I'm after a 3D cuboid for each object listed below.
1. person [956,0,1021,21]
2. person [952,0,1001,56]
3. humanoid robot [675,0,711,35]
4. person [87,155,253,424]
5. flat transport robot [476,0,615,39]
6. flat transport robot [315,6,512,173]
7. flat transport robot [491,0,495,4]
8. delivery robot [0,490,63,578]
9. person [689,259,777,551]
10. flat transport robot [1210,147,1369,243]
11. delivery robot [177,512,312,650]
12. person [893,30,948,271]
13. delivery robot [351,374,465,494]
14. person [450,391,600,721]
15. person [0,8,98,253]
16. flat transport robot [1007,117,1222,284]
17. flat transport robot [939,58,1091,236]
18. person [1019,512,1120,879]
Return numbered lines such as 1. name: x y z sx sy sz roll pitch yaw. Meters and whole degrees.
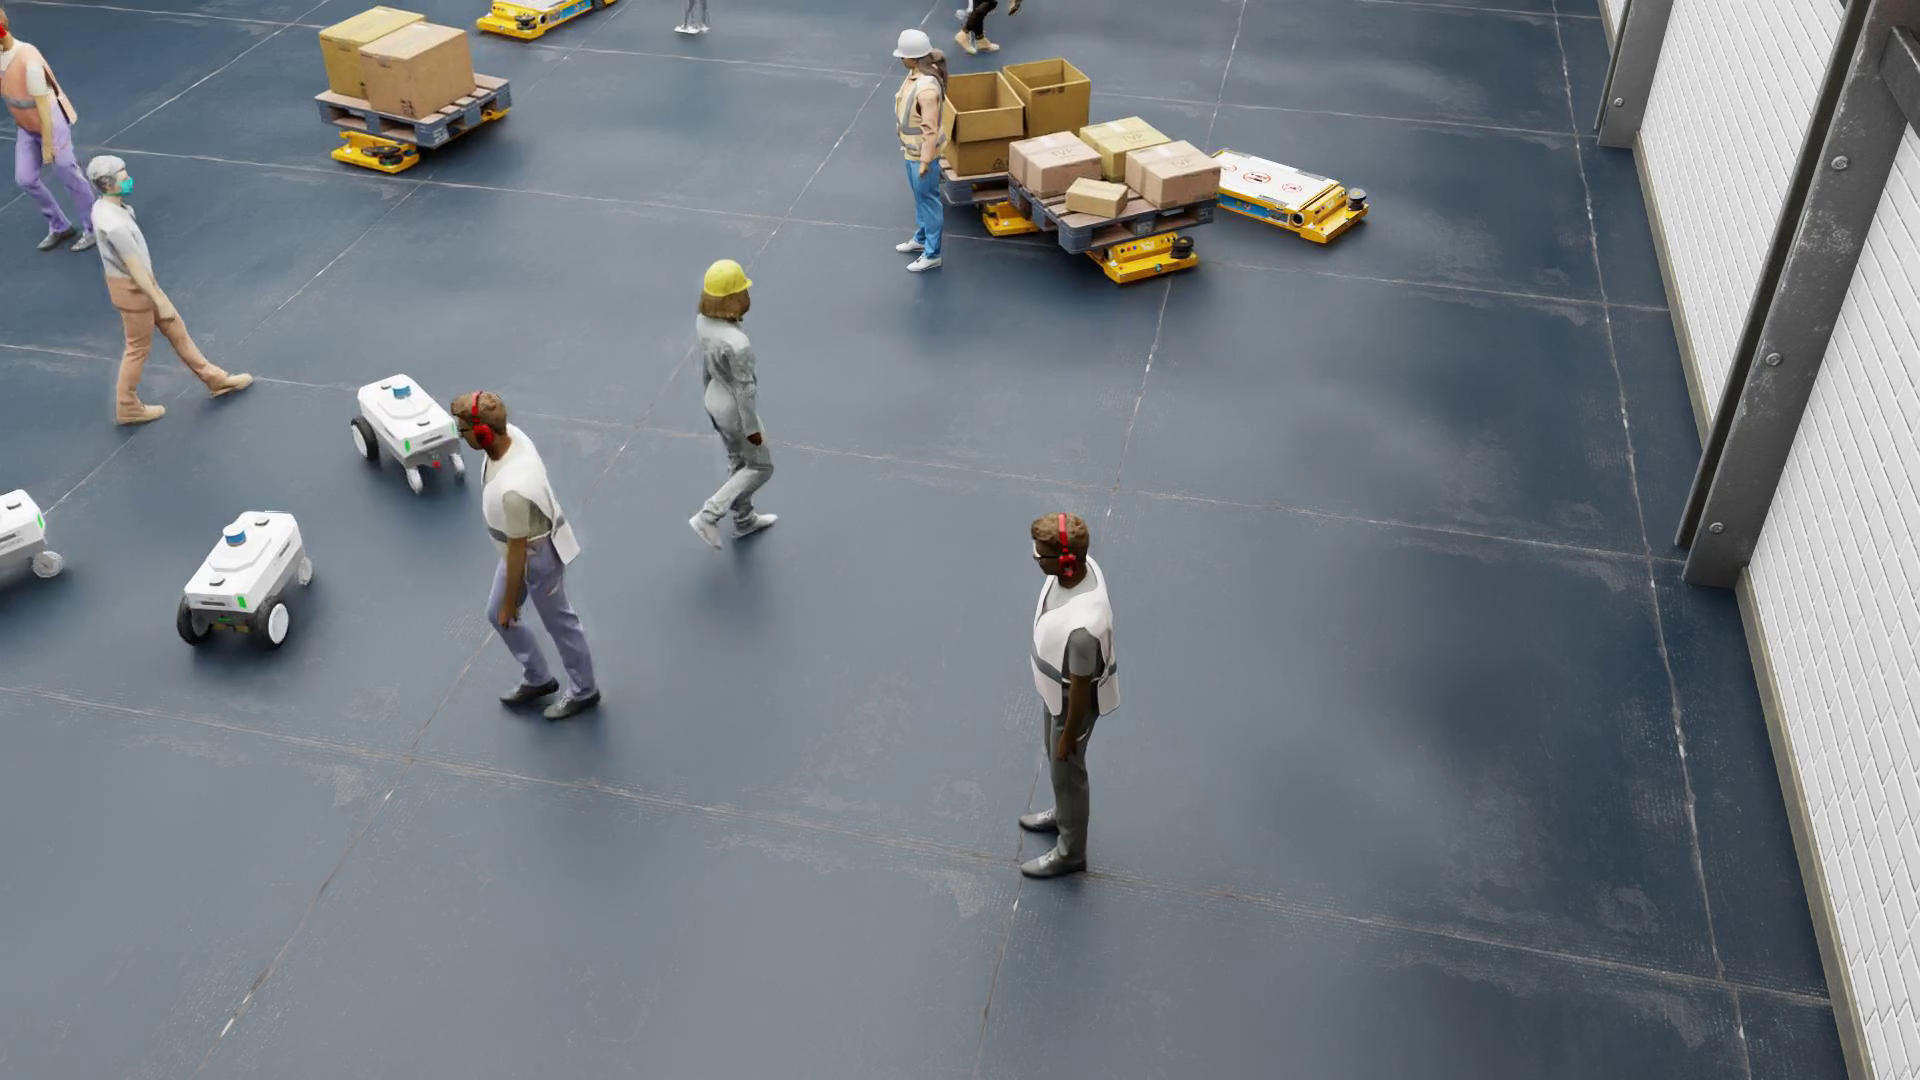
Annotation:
1. person: 0.283 -5.794 15.634 0.605 1.870 0.604 20 41 25
2. person: 0.167 -5.203 14.992 0.370 1.680 0.551 -6 37 -8
3. humanoid robot: -2.567 -5.508 15.374 0.547 1.792 0.750 -21 42 -26
4. person: -4.937 -1.516 10.058 0.839 1.704 0.496 -16 40 -21
5. flat transport robot: -3.985 -5.234 16.222 0.659 0.231 1.431 19 41 23
6. flat transport robot: -4.479 -3.440 13.822 0.659 0.231 1.431 17 40 21
7. flat transport robot: -4.570 -5.788 16.964 0.659 0.231 1.431 -15 39 -19
8. delivery robot: -5.301 0.053 8.914 0.805 0.601 0.499 -29 46 -33
9. person: -1.265 -0.690 8.917 0.479 1.725 0.491 -19 41 -24
10. flat transport robot: 2.348 -2.665 12.785 1.431 0.231 0.659 26 44 30
11. delivery robot: -3.742 0.201 8.724 0.499 0.610 0.814 4 37 5
12. person: -0.264 -2.734 11.663 0.374 1.724 0.485 -8 37 -10
13. delivery robot: -3.282 -0.676 9.900 0.499 0.614 0.815 -26 44 -30
14. person: -2.063 0.121 7.758 0.602 1.816 0.592 -16 40 -21
15. person: -6.546 -2.870 11.757 0.581 1.820 0.577 20 41 24
16. flat transport robot: 1.103 -2.341 12.351 0.659 0.231 1.431 -16 40 -21
17. flat transport robot: 0.376 -2.768 12.922 0.659 0.231 1.431 -9 38 -12
18. person: 0.460 0.655 7.040 0.412 1.830 0.574 -3 37 -4
